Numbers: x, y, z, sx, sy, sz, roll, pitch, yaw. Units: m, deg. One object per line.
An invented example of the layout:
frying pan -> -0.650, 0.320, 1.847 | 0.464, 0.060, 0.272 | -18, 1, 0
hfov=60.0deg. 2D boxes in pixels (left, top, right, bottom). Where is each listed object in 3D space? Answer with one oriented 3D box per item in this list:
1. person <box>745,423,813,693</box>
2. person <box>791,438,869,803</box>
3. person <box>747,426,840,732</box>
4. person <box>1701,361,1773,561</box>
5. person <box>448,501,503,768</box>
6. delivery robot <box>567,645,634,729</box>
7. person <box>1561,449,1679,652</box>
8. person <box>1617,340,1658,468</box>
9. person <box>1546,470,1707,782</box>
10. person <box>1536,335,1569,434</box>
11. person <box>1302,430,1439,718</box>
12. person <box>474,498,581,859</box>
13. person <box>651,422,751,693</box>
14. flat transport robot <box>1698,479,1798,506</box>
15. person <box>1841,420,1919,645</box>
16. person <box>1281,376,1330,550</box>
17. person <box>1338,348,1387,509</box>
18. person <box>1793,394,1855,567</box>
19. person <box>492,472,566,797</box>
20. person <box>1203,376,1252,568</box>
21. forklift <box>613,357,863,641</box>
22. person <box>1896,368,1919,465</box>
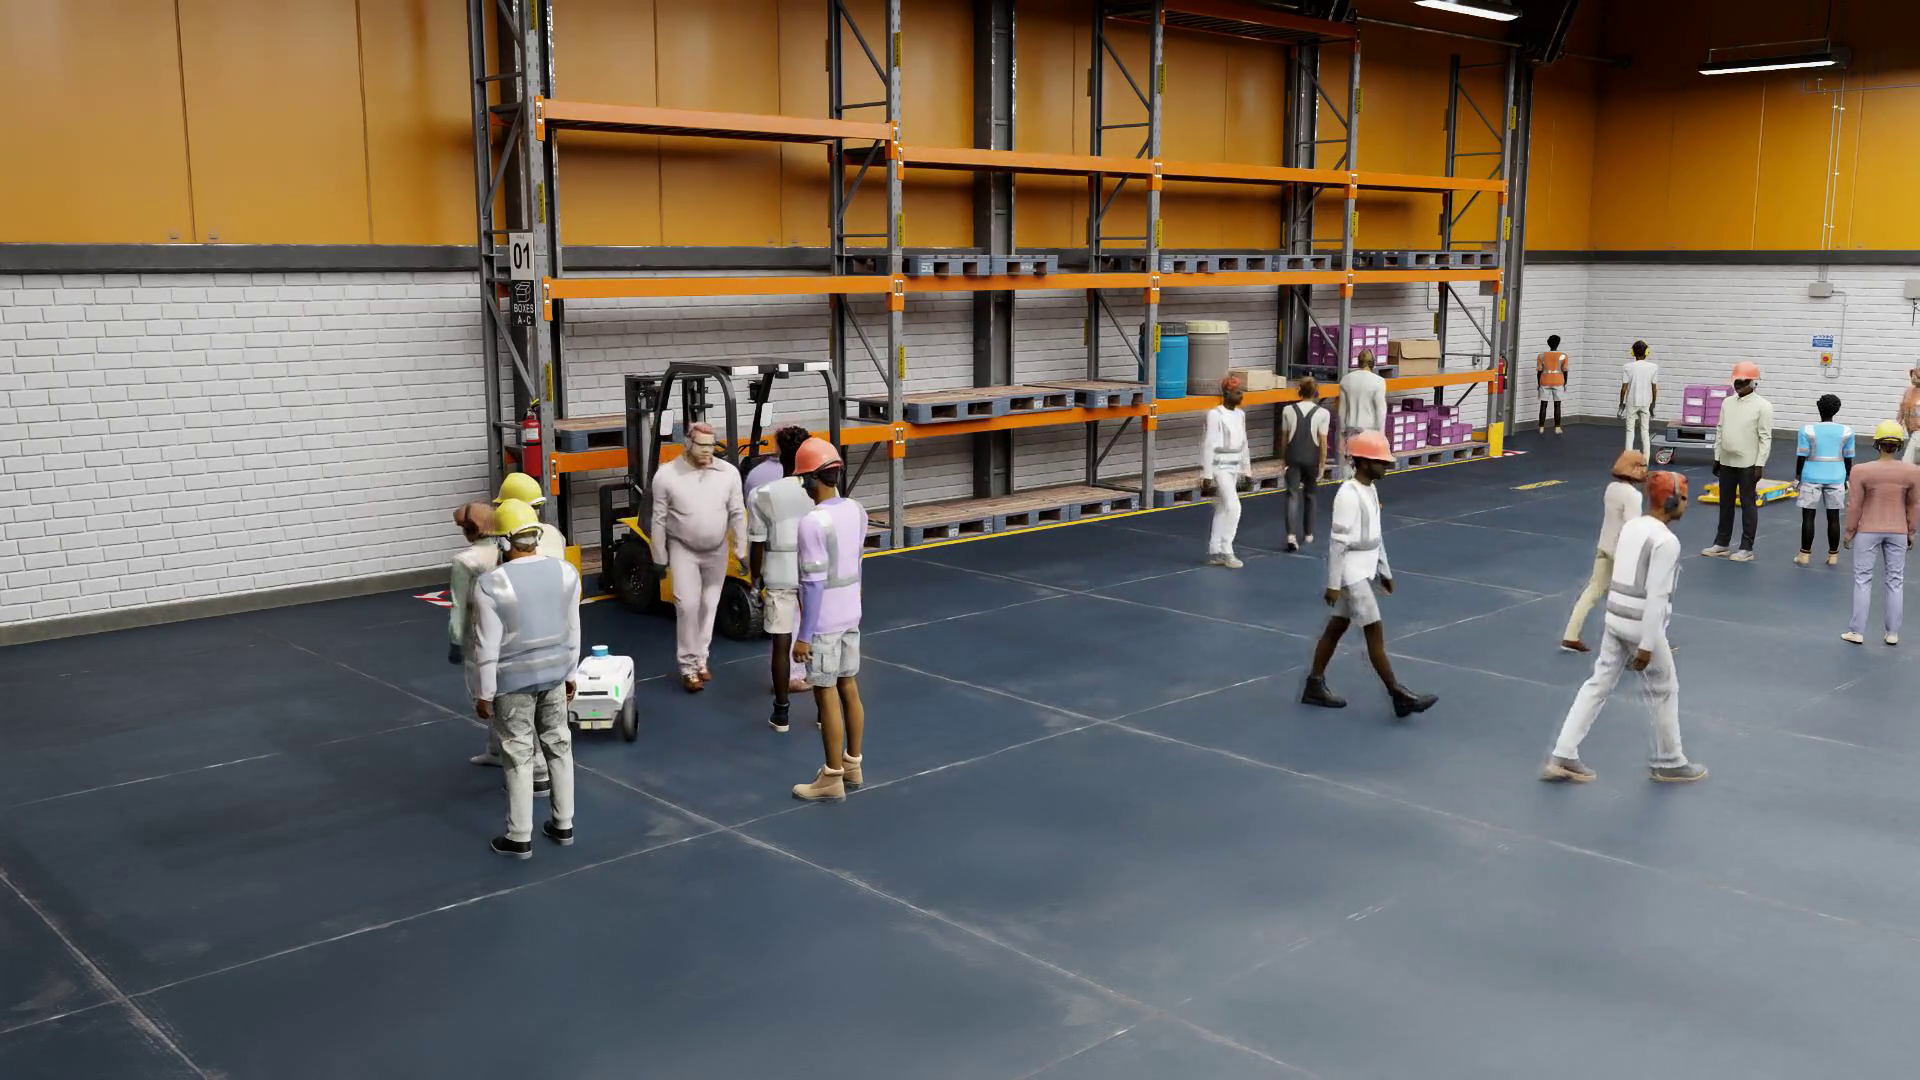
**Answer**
person -> -1.136, 0.124, 11.604 | 0.682, 1.890, 0.536 | 7, 12, 35
person -> -0.755, 0.447, 9.277 | 0.393, 2.036, 0.605 | 4, 11, 24
person -> -1.051, 0.250, 10.633 | 0.608, 1.966, 0.374 | -1, 10, -7
person -> 7.794, -0.791, 16.639 | 0.375, 1.997, 0.608 | -5, 11, -25
person -> -2.674, 0.580, 9.691 | 0.576, 1.619, 0.530 | 4, 10, 22
delivery robot -> -2.285, 0.915, 10.590 | 0.477, 0.478, 0.707 | -1, 10, -4
person -> 5.019, 0.097, 12.648 | 0.871, 1.584, 0.518 | -1, 10, -6
person -> 9.449, -1.849, 23.228 | 0.520, 1.865, 0.335 | 1, 10, 8
person -> 3.847, 0.509, 9.531 | 0.949, 1.839, 0.560 | -2, 10, -10
person -> 10.108, -2.651, 28.396 | 0.535, 1.700, 0.318 | 5, 11, 27
person -> 2.722, 0.228, 10.968 | 0.977, 1.887, 0.563 | 5, 11, 26
person -> -2.195, 0.696, 8.429 | 0.404, 1.828, 0.587 | 9, 13, 43
person -> -1.792, 0.118, 11.674 | 0.650, 1.874, 0.826 | -5, 11, -26
flat transport robot -> 9.780, -0.608, 20.612 | 1.431, 0.197, 0.652 | -9, 13, -43
person -> 7.187, -0.053, 12.992 | 0.525, 1.769, 0.315 | 2, 10, 12
person -> 3.578, -0.807, 17.329 | 0.508, 1.809, 0.970 | 3, 10, 17
person -> 4.826, -1.326, 19.938 | 0.352, 1.937, 0.635 | -8, 13, -40
person -> 8.443, -0.581, 16.285 | 0.541, 1.695, 0.316 | 2, 10, 10
person -> -2.430, 0.532, 9.370 | 0.404, 1.834, 0.591 | 2, 10, 12
person -> 2.666, -0.649, 16.181 | 0.604, 1.864, 0.616 | 8, 12, 38
forklift -> -1.847, -0.414, 13.852 | 1.214, 2.155, 2.313 | -9, 13, -42
person -> 12.328, -1.423, 21.506 | 0.873, 1.590, 0.512 | -1, 10, -4
